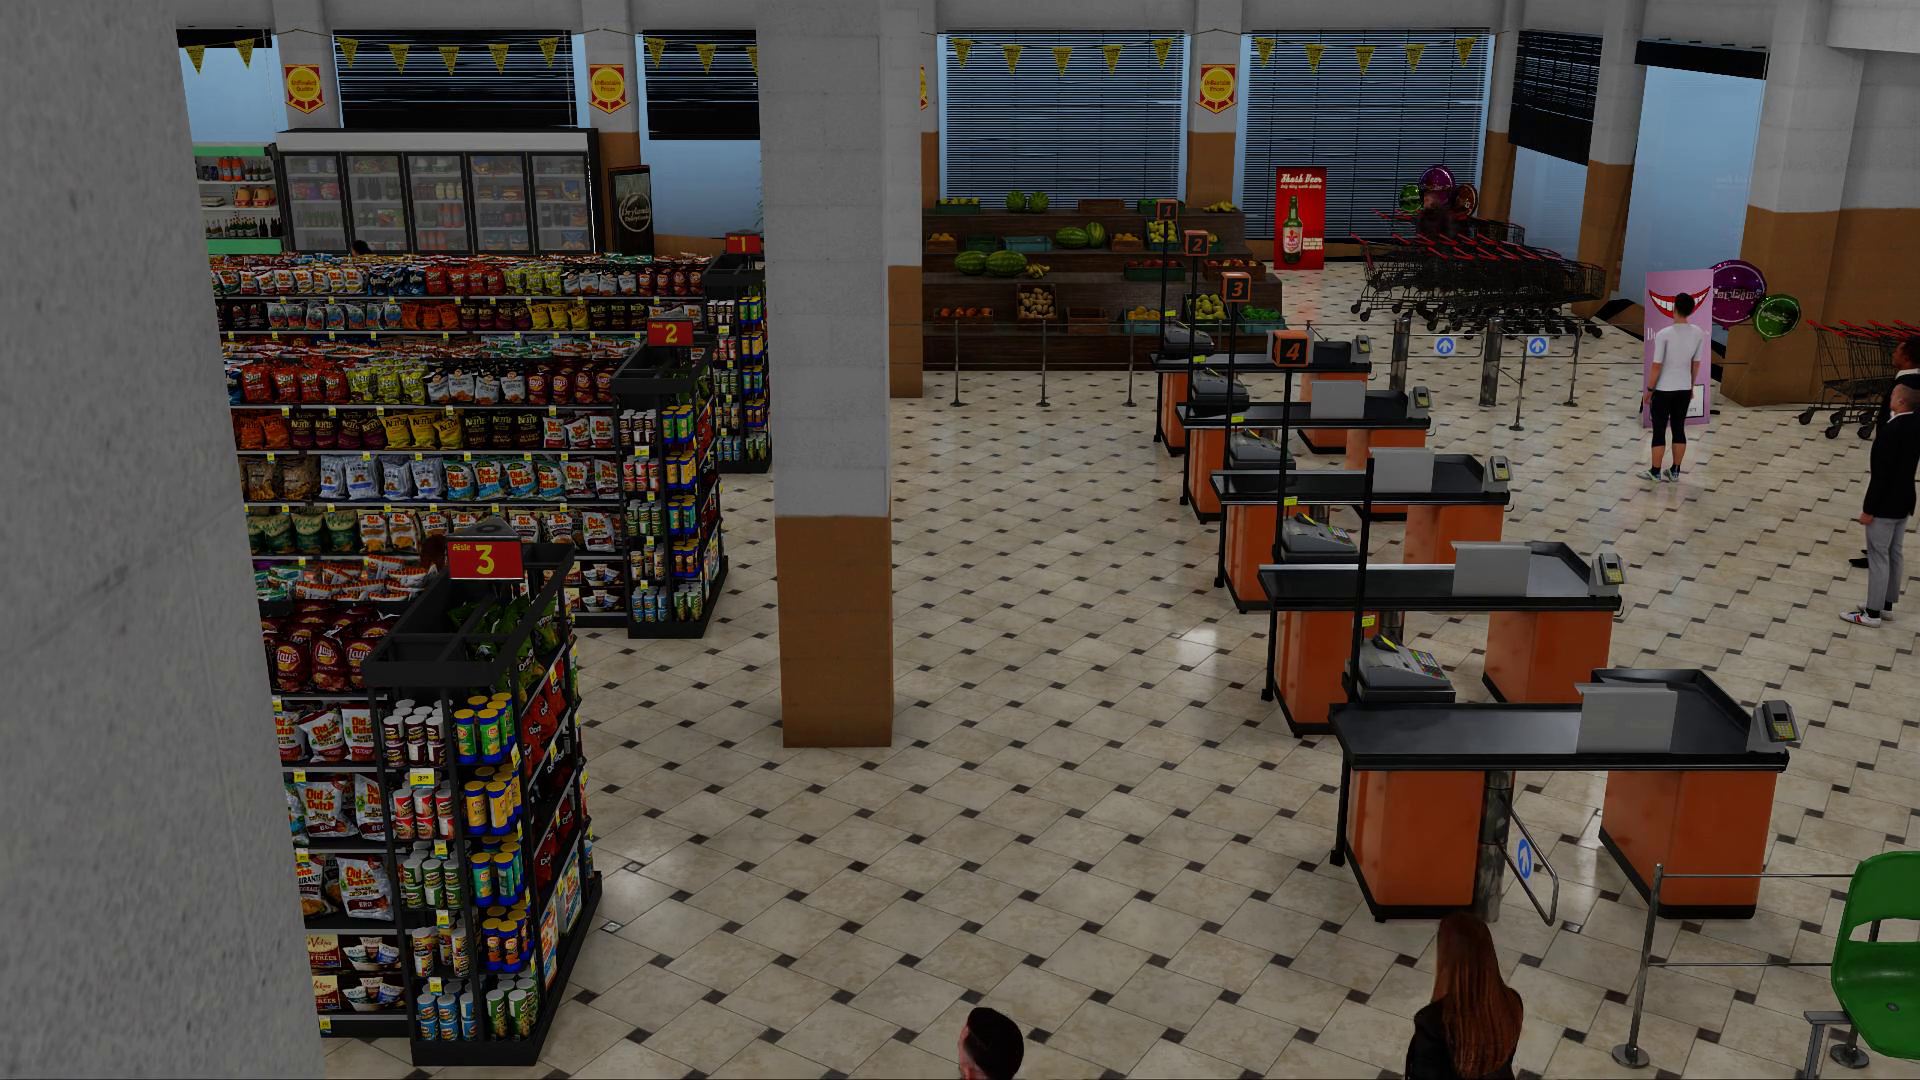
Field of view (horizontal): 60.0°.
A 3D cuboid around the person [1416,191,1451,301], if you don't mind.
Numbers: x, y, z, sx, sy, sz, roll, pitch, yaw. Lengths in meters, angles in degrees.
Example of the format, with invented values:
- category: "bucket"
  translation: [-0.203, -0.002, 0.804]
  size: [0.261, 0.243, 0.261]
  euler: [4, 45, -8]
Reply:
- category: "person"
  translation: [7.207, -4.445, 25.223]
  size: [0.682, 1.664, 0.896]
  euler: [1, 19, 3]

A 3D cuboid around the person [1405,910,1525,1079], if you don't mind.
- category: "person"
  translation: [1.781, 2.118, 5.758]
  size: [1.112, 1.666, 0.781]
  euler: [-3, 19, -7]

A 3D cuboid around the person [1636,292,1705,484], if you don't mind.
- category: "person"
  translation: [6.912, -1.474, 16.119]
  size: [0.556, 1.851, 0.761]
  euler: [-3, 19, -8]

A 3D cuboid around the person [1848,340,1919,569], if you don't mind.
- category: "person"
  translation: [7.731, -0.701, 13.722]
  size: [0.762, 1.918, 0.829]
  euler: [-17, 25, -41]

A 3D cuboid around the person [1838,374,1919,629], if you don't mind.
- category: "person"
  translation: [7.003, -0.303, 12.495]
  size: [0.754, 1.948, 0.856]
  euler: [-13, 22, -33]
